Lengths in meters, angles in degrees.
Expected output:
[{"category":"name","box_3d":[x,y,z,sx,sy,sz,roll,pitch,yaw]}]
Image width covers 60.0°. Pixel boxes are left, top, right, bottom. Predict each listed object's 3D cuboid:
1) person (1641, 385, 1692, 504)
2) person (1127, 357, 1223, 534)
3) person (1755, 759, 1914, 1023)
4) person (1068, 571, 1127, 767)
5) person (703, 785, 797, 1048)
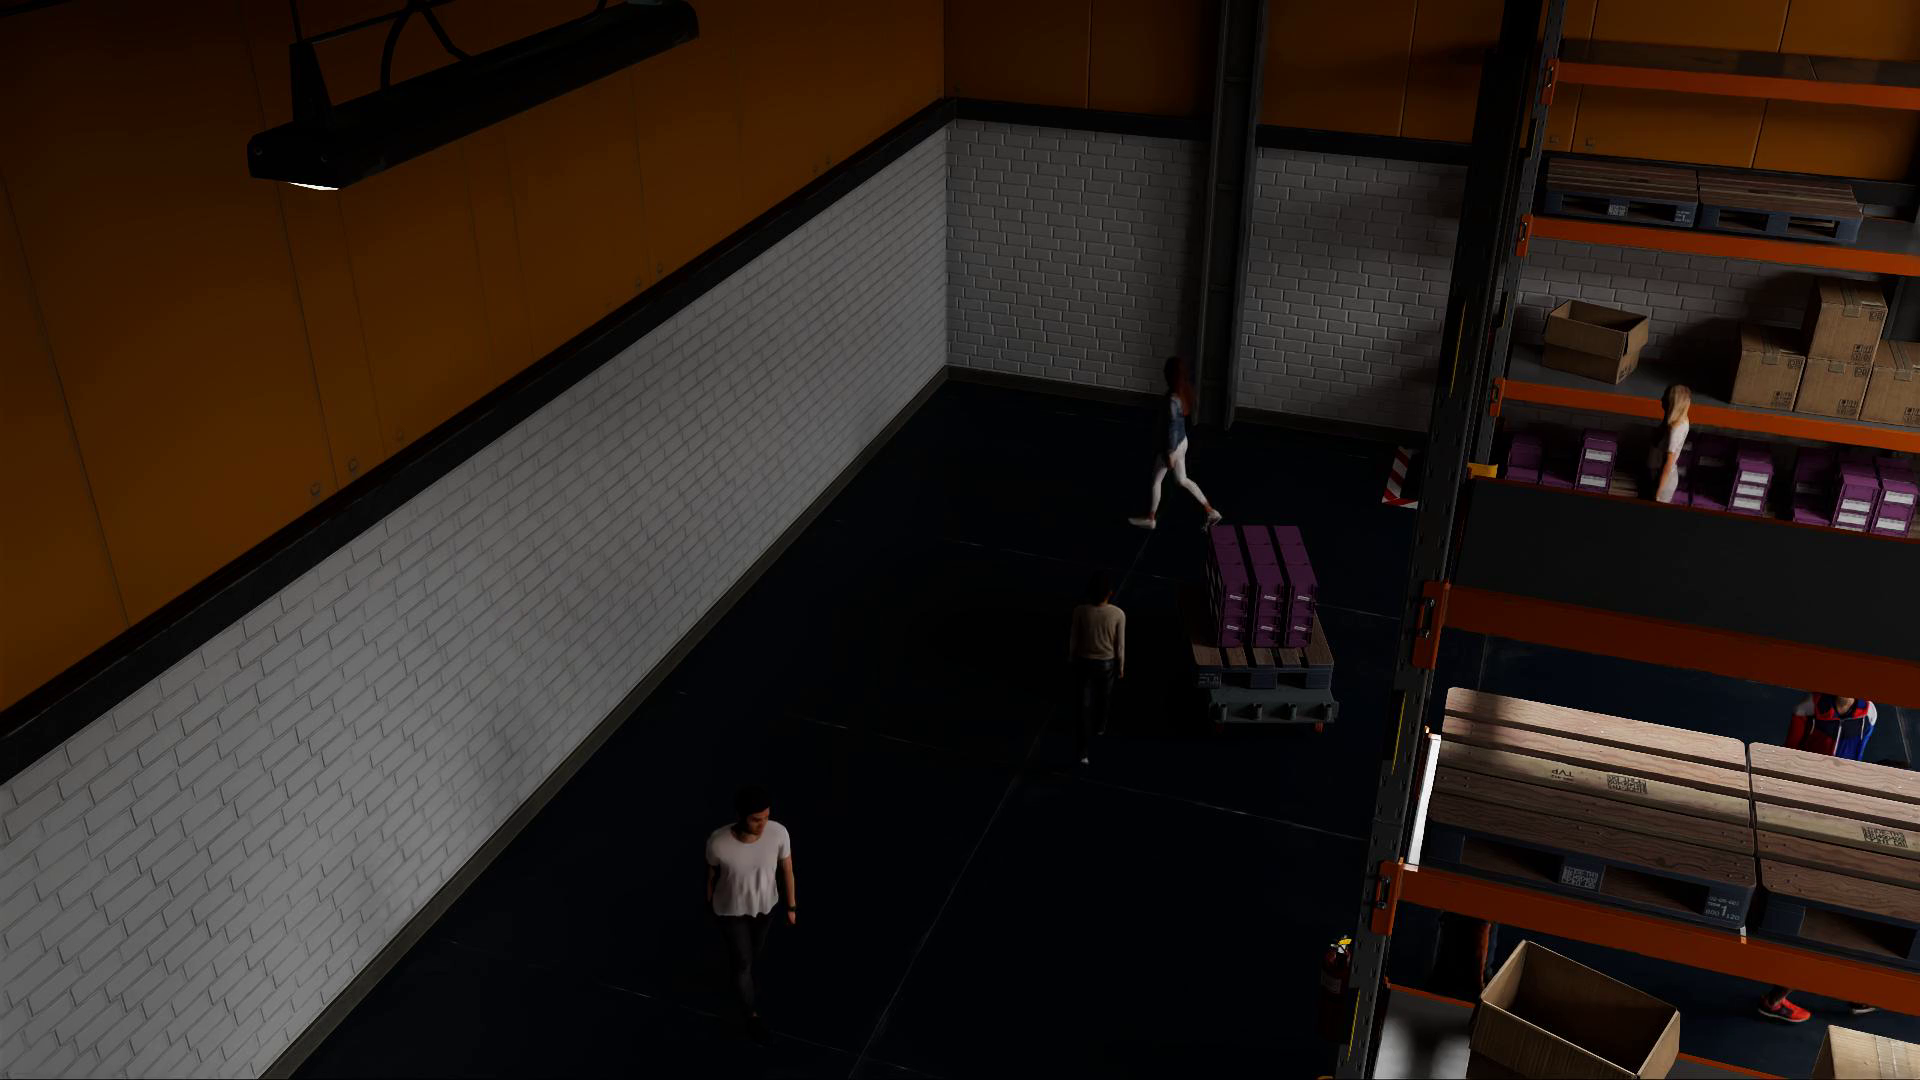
[{"category":"person","box_3d":[5.919,-0.439,13.832,0.871,1.814,0.658,12,31,22]},{"category":"person","box_3d":[1.954,-0.797,14.633,1.104,1.675,0.679,13,31,23]},{"category":"person","box_3d":[4.875,2.008,9.337,1.051,1.822,0.707,7,29,13]},{"category":"person","box_3d":[0.947,0.922,11.724,1.005,1.443,0.788,2,29,4]},{"category":"person","box_3d":[-1.242,2.004,9.496,1.040,1.677,1.068,-7,29,-13]}]
